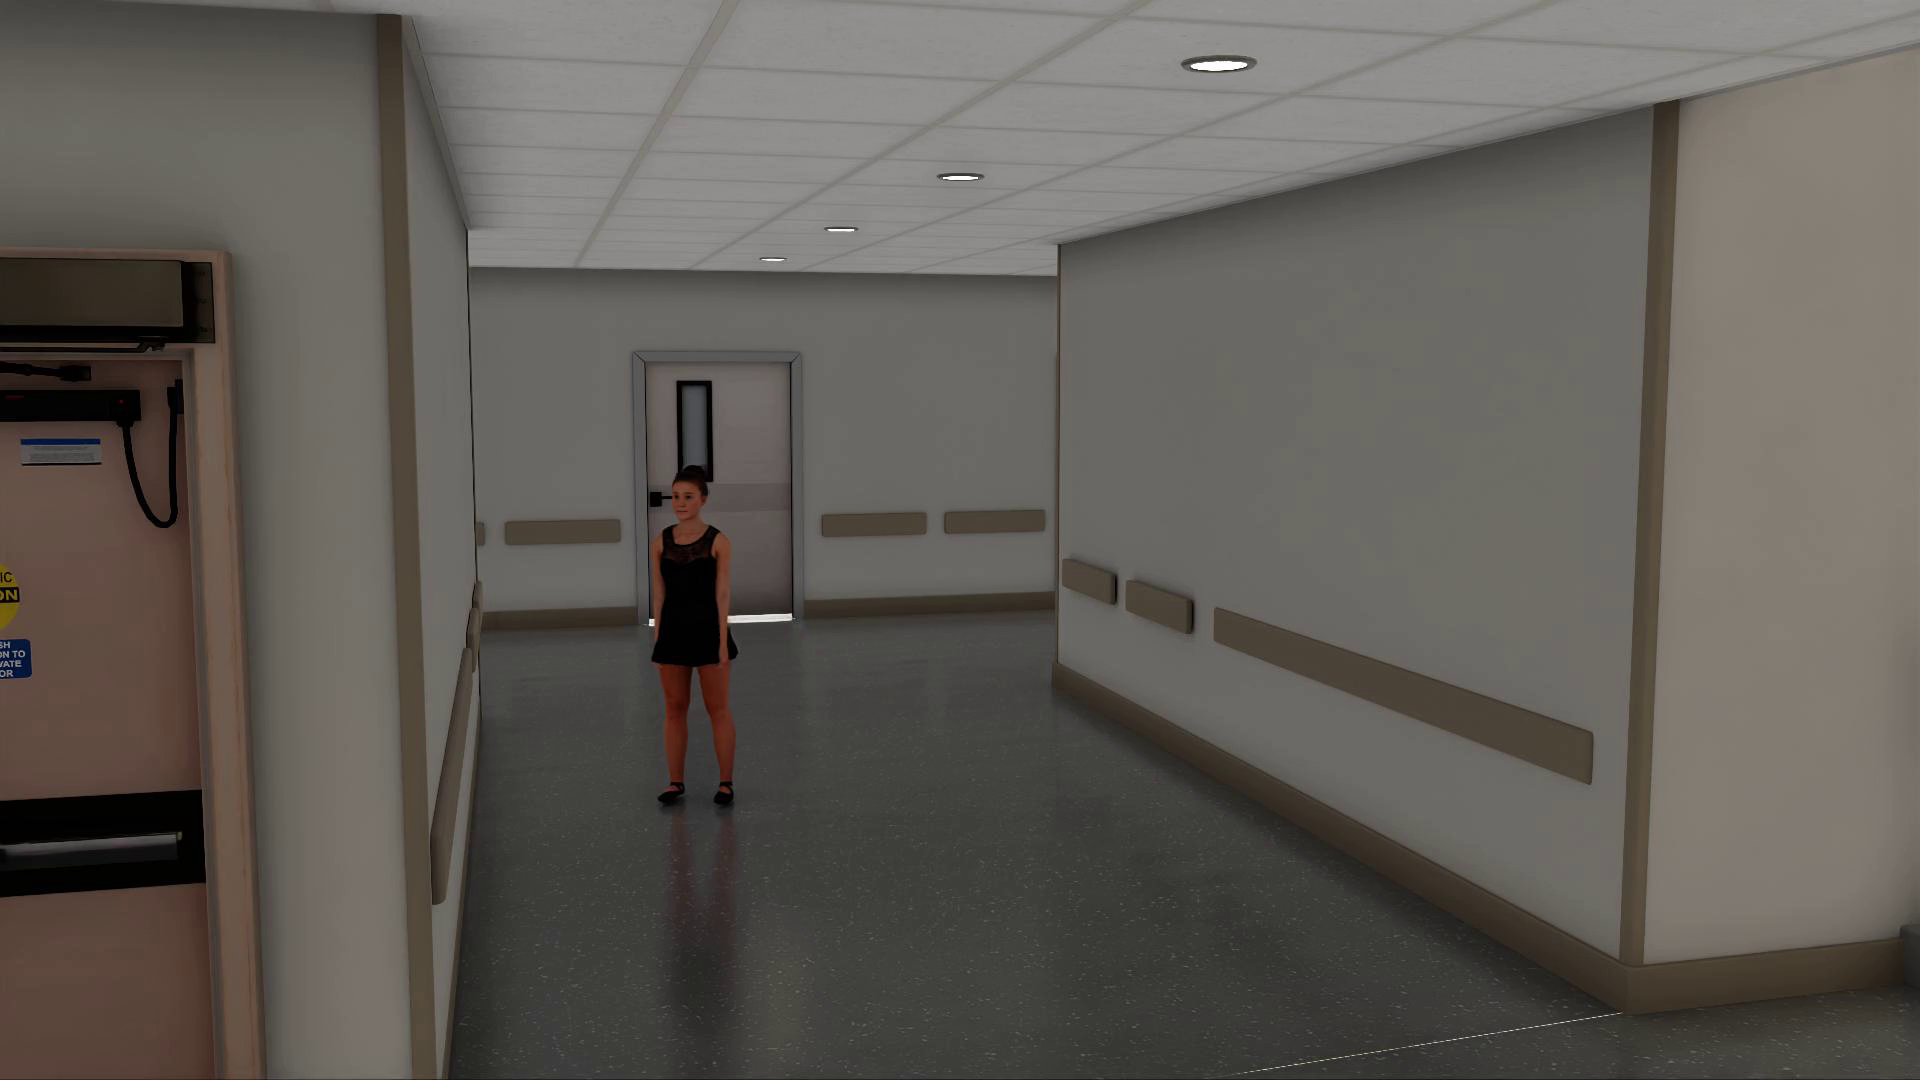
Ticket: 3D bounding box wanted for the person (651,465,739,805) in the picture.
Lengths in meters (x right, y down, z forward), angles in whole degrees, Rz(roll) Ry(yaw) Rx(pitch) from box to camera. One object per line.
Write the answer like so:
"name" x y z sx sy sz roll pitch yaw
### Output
"person" -1.307 0.471 8.212 0.645 1.675 0.738 1 6 11
